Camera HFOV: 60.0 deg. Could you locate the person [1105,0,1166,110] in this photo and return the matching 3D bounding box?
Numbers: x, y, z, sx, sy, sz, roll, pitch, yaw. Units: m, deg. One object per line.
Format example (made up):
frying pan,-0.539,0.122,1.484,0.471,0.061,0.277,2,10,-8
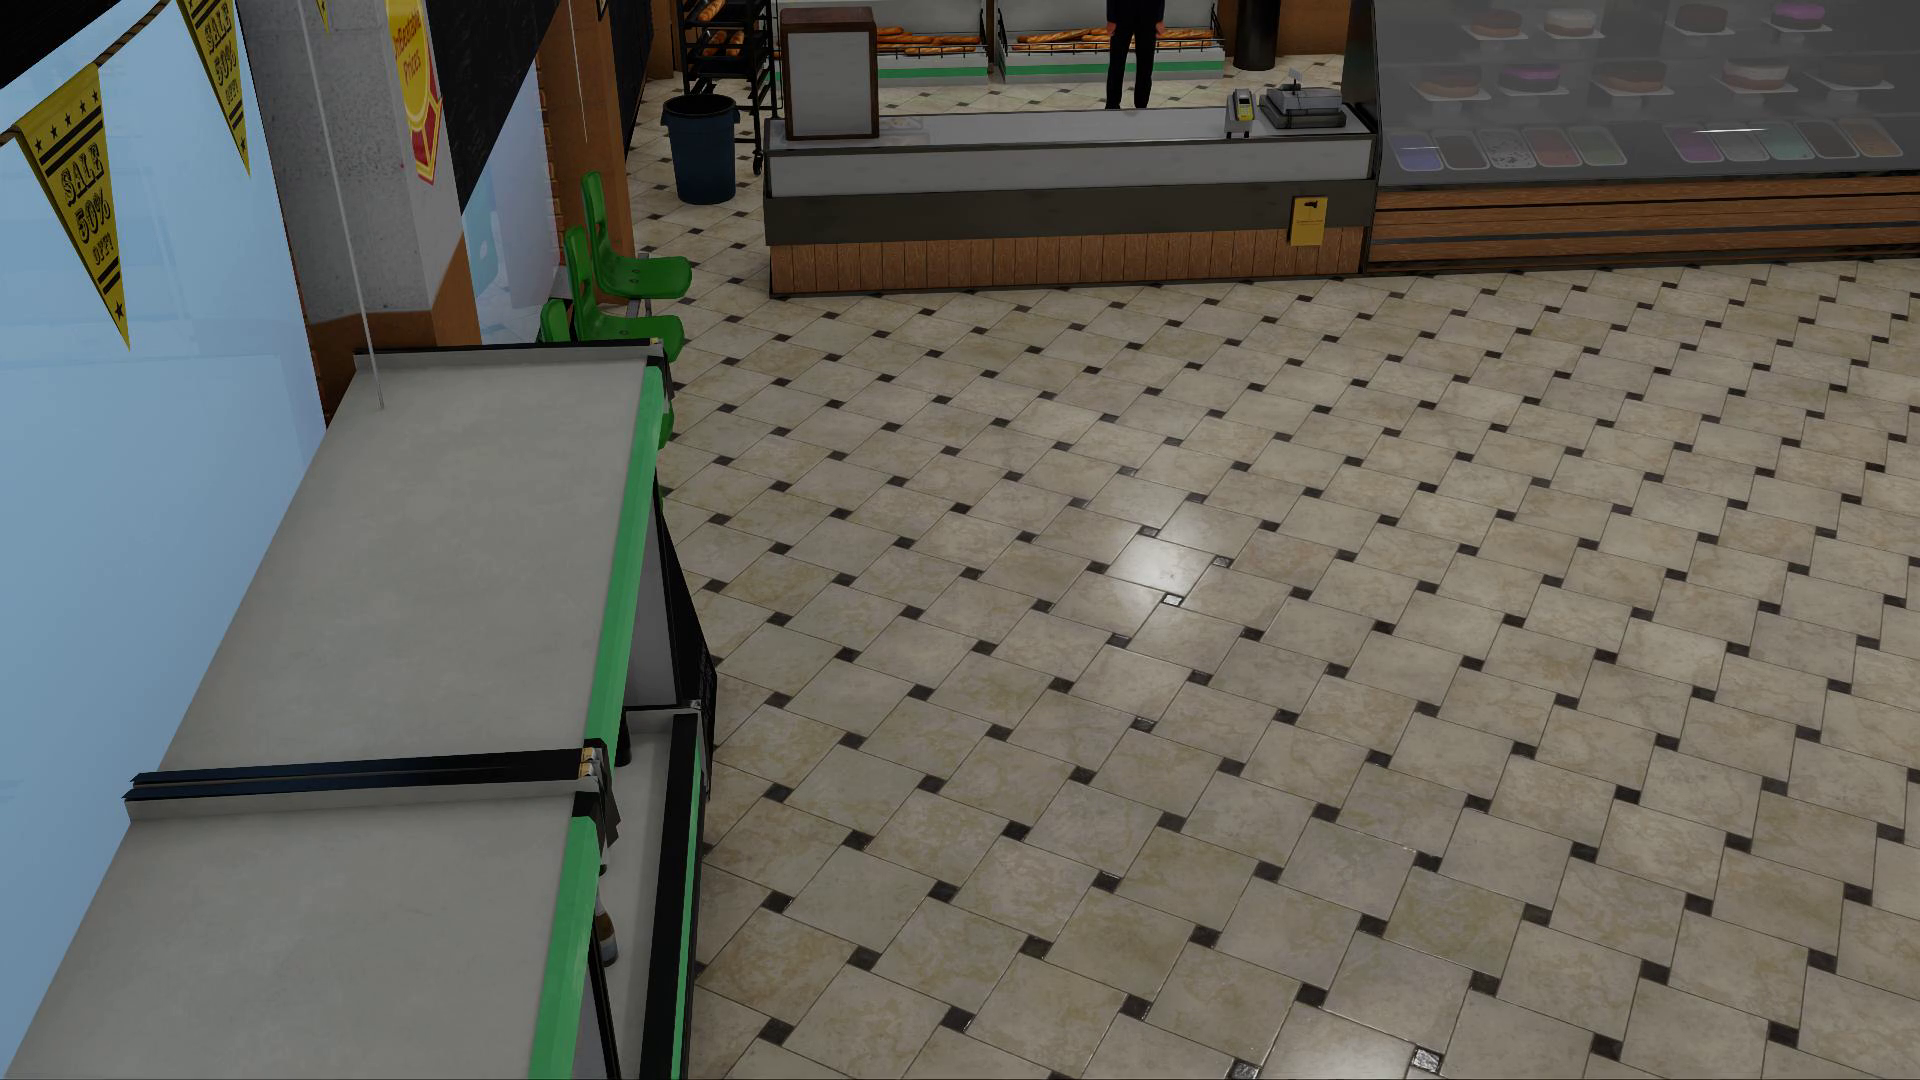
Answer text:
person,1.422,-4.245,13.476,0.625,1.868,0.566,-2,32,-4
